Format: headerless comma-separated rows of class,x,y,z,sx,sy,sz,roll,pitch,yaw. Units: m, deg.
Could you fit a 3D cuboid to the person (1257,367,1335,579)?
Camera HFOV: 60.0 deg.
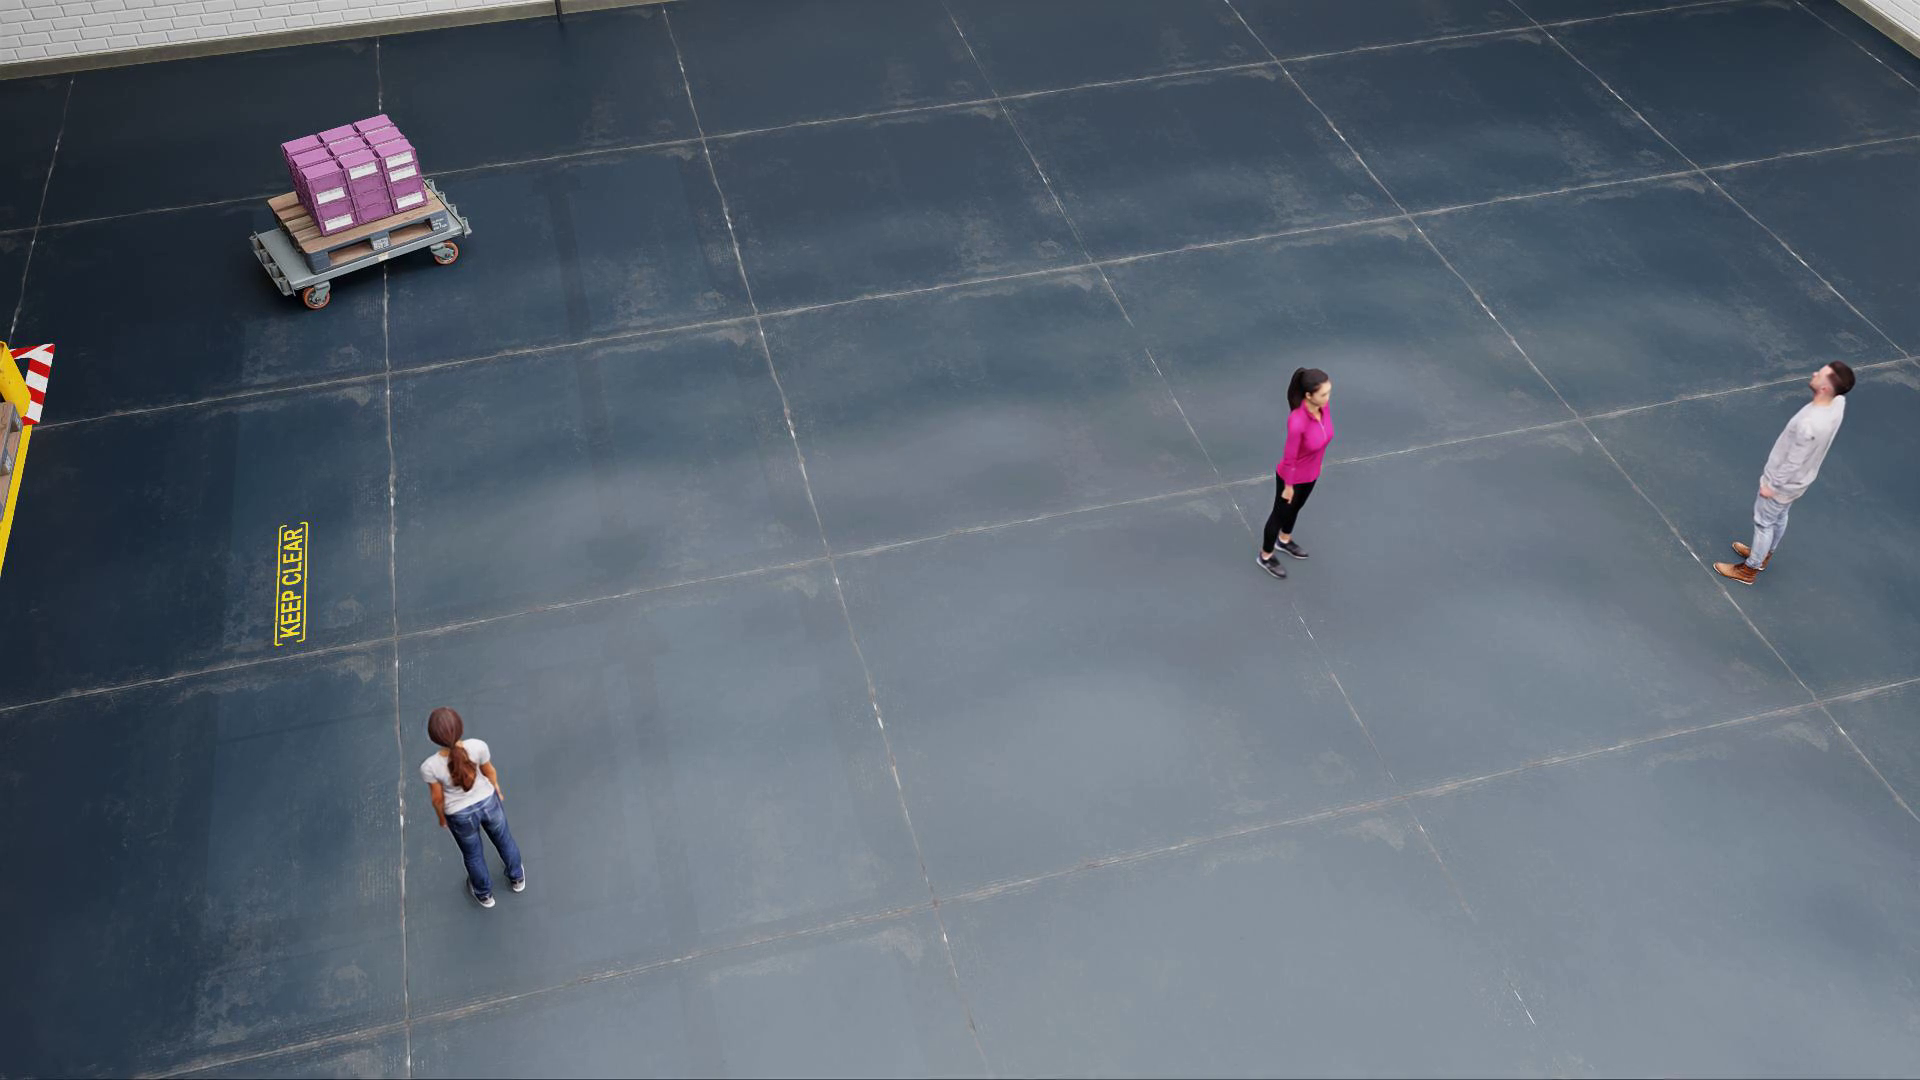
person,2.272,-0.472,11.221,0.715,1.697,0.677,30,51,28

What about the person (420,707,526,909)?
person,-2.722,1.479,9.271,0.590,1.563,0.599,-23,48,-22

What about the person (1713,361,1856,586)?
person,5.541,-0.451,11.095,0.768,1.840,0.748,-32,52,-29
